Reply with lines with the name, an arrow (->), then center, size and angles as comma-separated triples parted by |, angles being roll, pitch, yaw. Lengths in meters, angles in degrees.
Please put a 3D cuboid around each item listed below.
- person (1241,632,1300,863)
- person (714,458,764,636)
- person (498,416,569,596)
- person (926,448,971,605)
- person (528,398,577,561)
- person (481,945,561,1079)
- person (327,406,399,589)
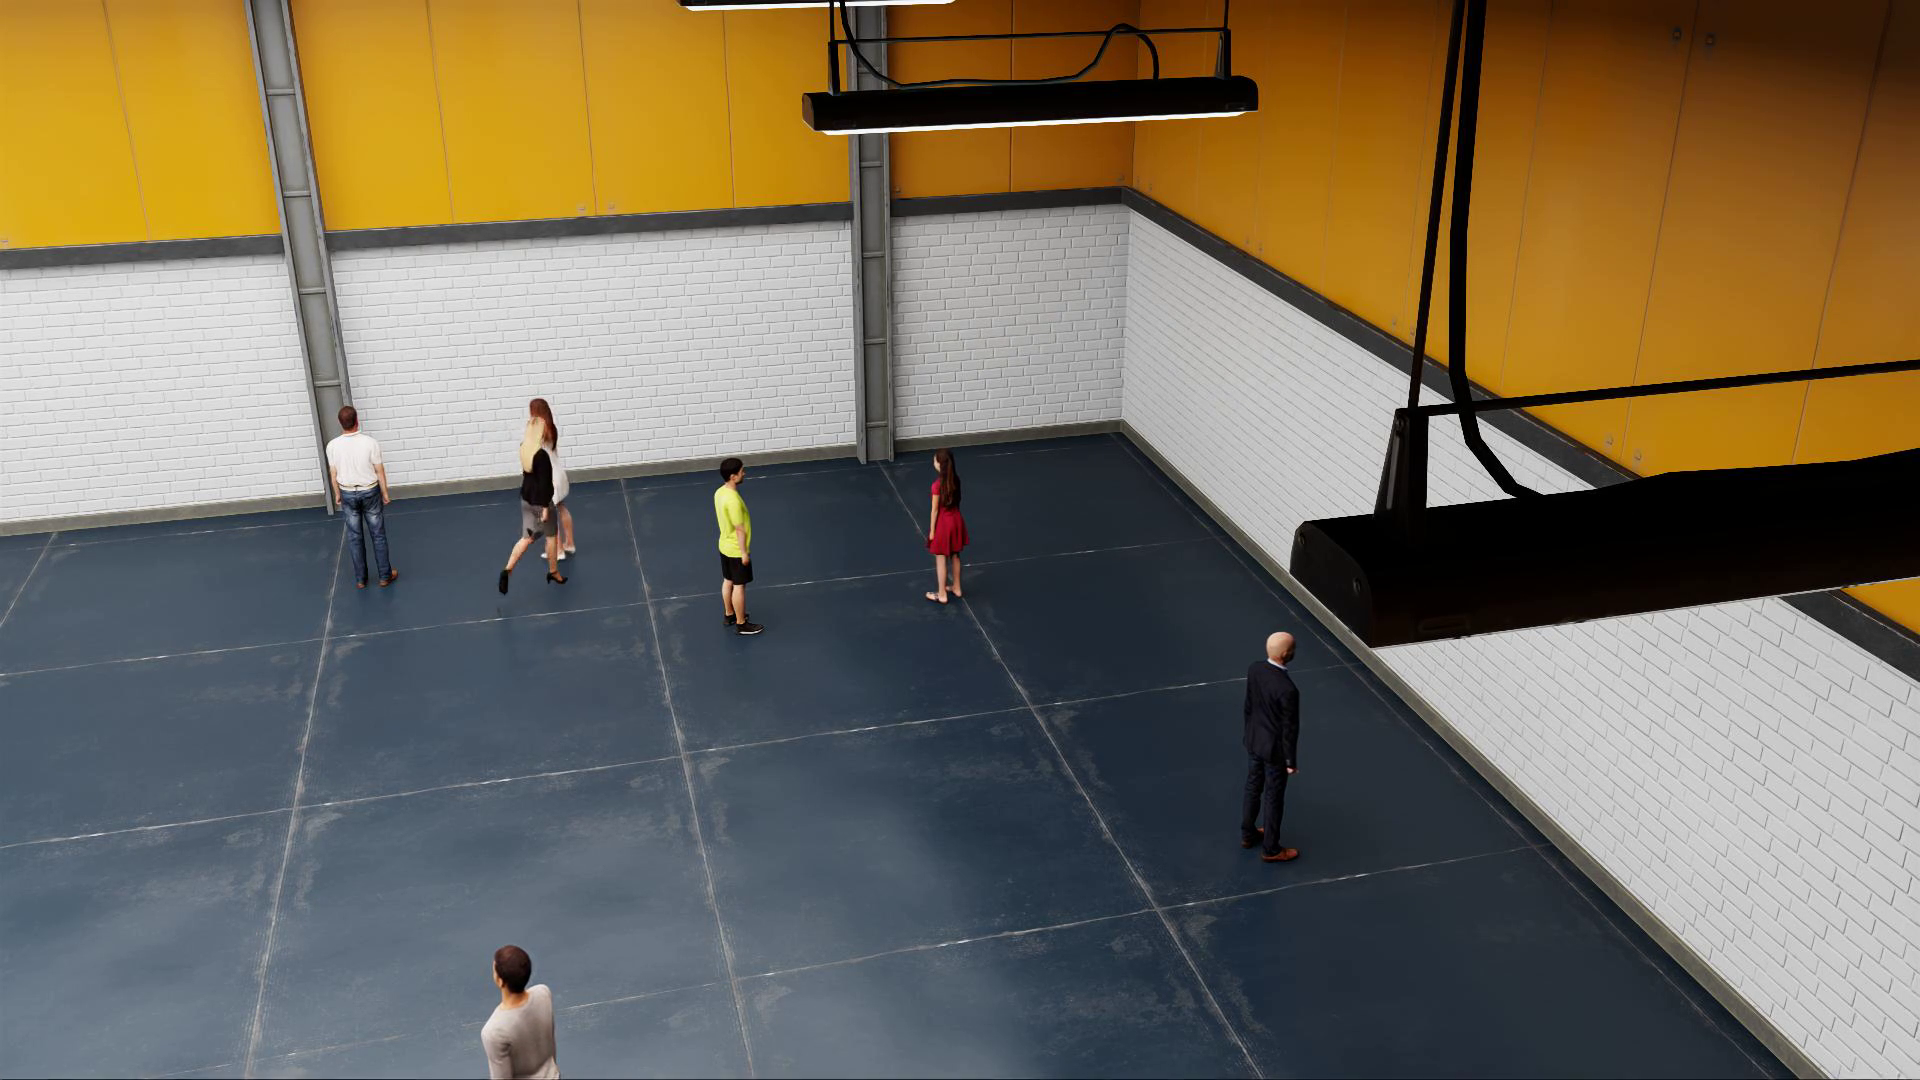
person -> 2.241, 1.480, 12.039 | 0.663, 1.800, 0.725 | -12, 26, -26
person -> -2.097, 0.046, 15.433 | 0.623, 1.709, 0.672 | -13, 27, -27
person -> -4.138, -0.270, 16.026 | 1.021, 1.812, 1.174 | 17, 29, 34
person -> -0.128, -0.149, 16.076 | 0.735, 1.551, 0.674 | 20, 30, 38
person -> -4.163, -0.630, 16.985 | 0.672, 1.704, 0.657 | 5, 24, 11
person -> -2.240, 2.907, 8.688 | 0.787, 1.868, 0.740 | 11, 26, 24
person -> -5.890, -0.427, 16.331 | 0.528, 1.856, 0.740 | -4, 24, -9
